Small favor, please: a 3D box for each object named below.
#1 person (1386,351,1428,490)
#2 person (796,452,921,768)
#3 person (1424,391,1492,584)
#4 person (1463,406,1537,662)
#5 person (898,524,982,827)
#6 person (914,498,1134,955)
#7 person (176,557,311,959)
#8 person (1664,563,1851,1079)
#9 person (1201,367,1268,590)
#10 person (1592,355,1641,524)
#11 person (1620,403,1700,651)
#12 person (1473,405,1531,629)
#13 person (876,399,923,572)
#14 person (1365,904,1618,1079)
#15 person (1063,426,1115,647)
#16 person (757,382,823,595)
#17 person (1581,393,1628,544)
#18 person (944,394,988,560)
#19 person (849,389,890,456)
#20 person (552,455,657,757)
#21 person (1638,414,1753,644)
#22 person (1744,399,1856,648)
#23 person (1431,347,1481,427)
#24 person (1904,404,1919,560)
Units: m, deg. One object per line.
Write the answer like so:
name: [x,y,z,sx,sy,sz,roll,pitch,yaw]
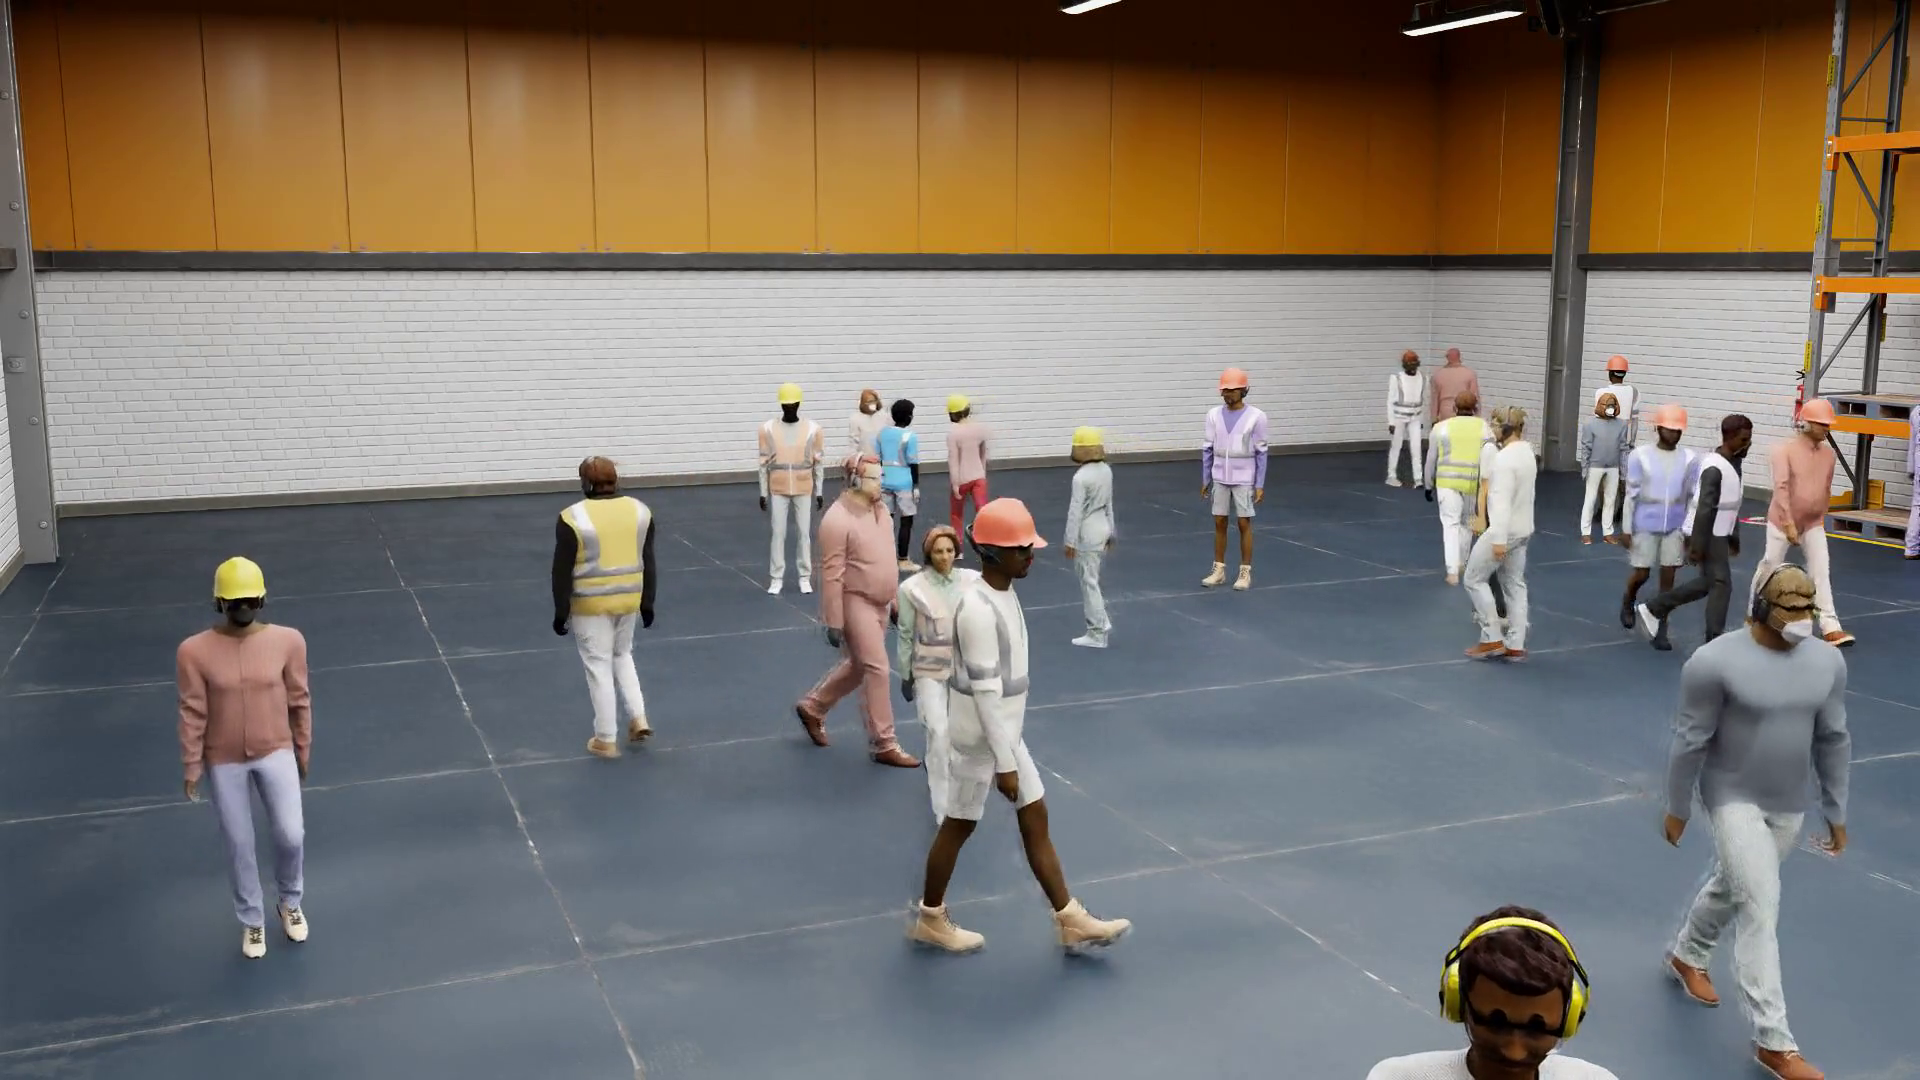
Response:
person: [5.940,-1.588,22.052,0.606,1.833,0.963,-2,10,-10]
person: [-0.626,0.393,9.971,0.883,1.876,0.651,5,10,26]
person: [4.720,-0.514,15.720,0.644,1.792,0.949,2,10,11]
person: [4.024,-0.041,12.444,0.566,1.920,0.664,7,12,37]
person: [-0.102,0.696,8.913,0.515,1.612,0.754,-4,10,-21]
person: [0.246,0.822,6.990,1.024,1.990,0.629,3,10,15]
person: [-3.031,0.932,7.086,0.529,1.754,0.394,-4,10,-25]
person: [3.025,0.995,6.327,0.634,1.882,1.052,-2,10,-12]
person: [2.487,-0.555,15.199,0.615,2.040,0.391,6,11,33]
person: [7.506,-1.151,19.124,0.551,1.936,0.357,-2,10,-10]
person: [5.453,-0.133,13.008,0.554,1.917,0.700,1,9,6]
person: [4.497,-0.175,13.523,0.636,1.830,0.549,7,12,37]
person: [-0.608,-0.513,16.050,0.583,1.681,0.367,8,12,40]
person: [0.944,1.548,3.002,0.519,1.865,0.326,0,9,-2]
person: [0.987,-0.024,12.906,0.392,1.725,0.518,6,11,33]
person: [-1.524,-0.463,14.991,0.593,1.925,0.381,-1,9,-6]
person: [6.842,-0.757,17.691,0.494,1.624,0.279,-1,9,-5]
person: [0.103,-0.586,16.413,0.534,1.708,0.899,-6,11,-32]
person: [-1.004,-0.888,18.558,0.518,1.603,0.525,-4,10,-23]
person: [-2.154,0.401,10.050,0.624,1.829,0.440,-9,13,-42]
person: [5.576,-0.033,12.554,0.758,1.887,0.614,7,12,37]
person: [6.594,-0.139,13.026,0.611,1.933,1.080,-2,10,-11]
person: [6.670,-1.665,22.482,0.804,1.861,0.703,-9,13,-42]
person: [9.735,-0.699,16.522,0.397,1.898,0.658,-3,10,-16]
